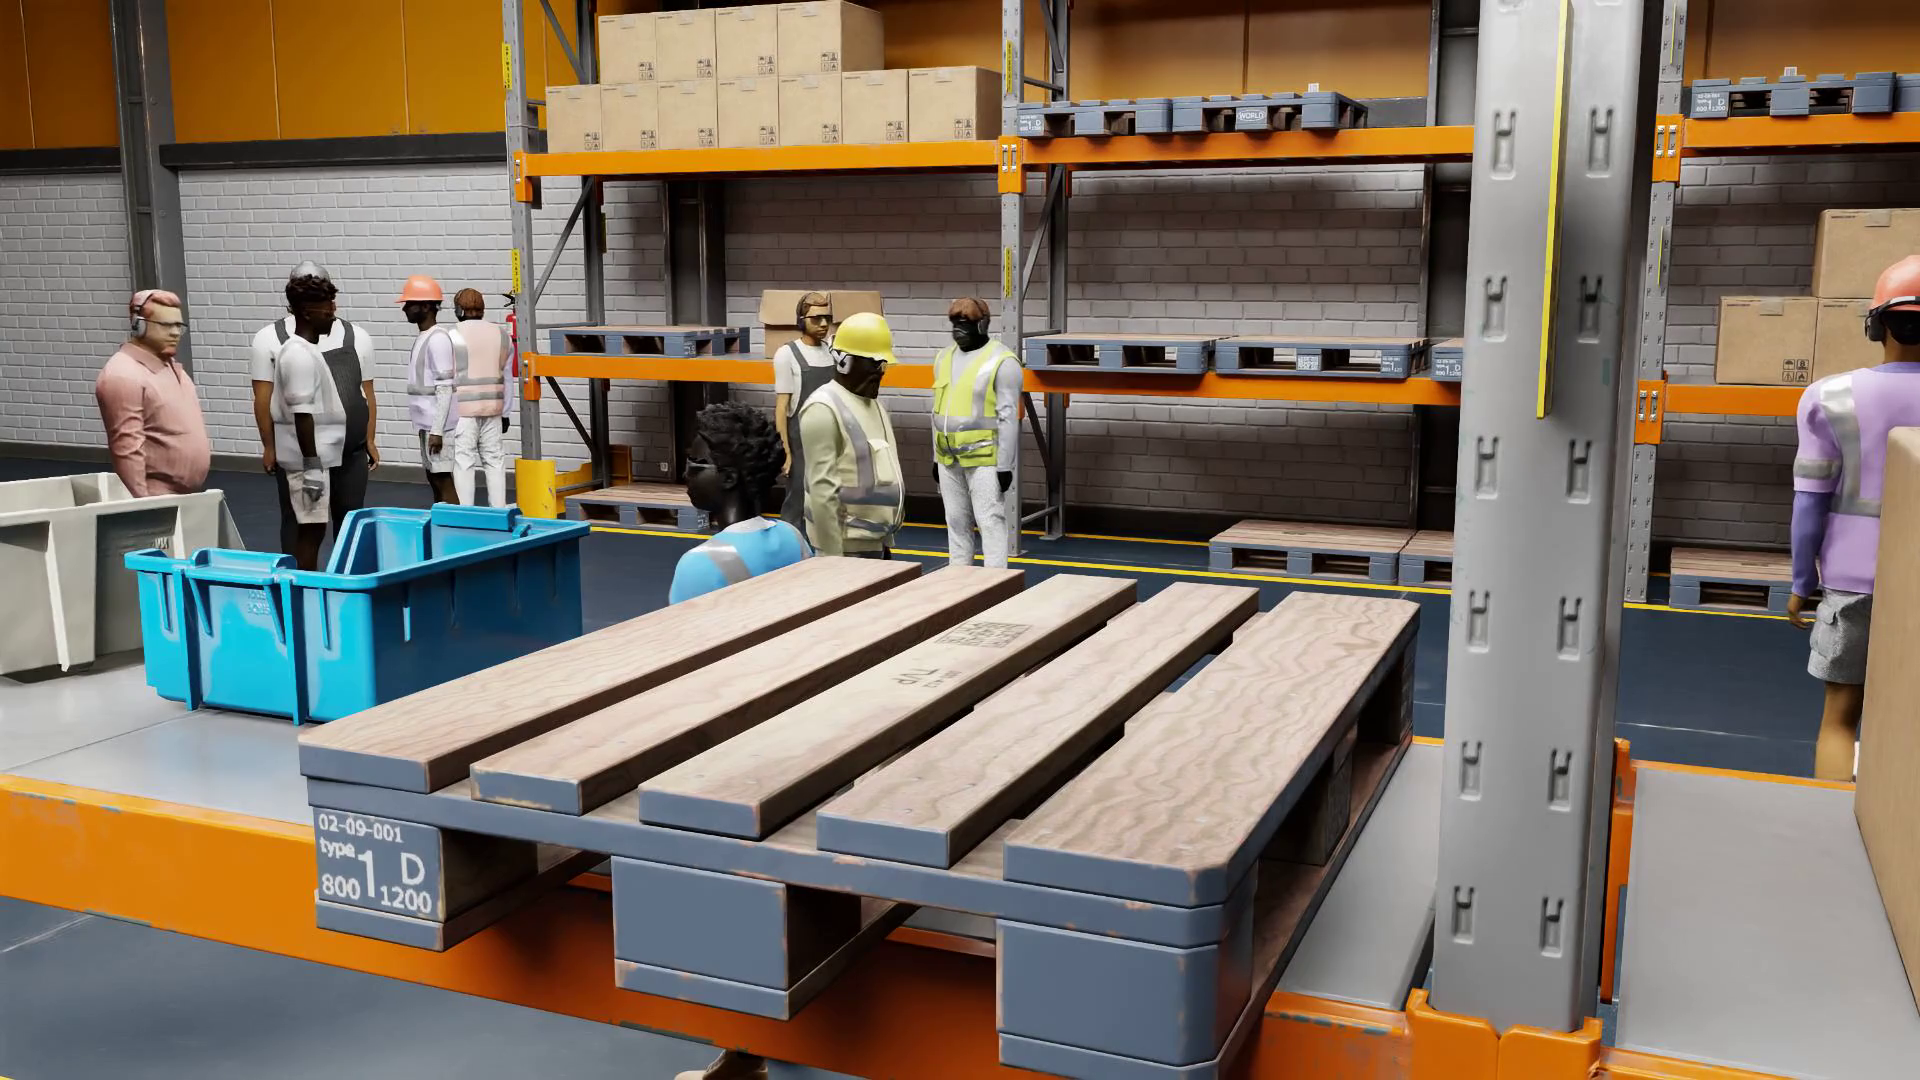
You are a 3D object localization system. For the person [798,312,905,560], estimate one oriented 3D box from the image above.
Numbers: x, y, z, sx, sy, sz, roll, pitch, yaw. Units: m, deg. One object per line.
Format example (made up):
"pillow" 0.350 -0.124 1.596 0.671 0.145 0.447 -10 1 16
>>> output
"person" -0.425 -0.013 6.804 0.404 1.822 0.586 3 10 19

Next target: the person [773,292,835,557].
"person" -0.889 -0.557 9.994 0.339 1.845 0.507 9 13 42

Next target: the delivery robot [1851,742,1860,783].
"delivery robot" 3.243 0.791 5.495 0.707 0.478 0.477 -1 10 -9

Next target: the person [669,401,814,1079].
"person" -0.531 0.512 4.021 0.316 1.700 0.541 3 10 19

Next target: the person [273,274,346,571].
"person" -3.460 -0.434 8.897 0.367 1.962 0.613 -3 10 -20

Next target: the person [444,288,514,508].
"person" -3.618 -0.944 12.363 0.428 1.835 0.614 9 13 43

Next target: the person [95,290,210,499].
"person" -3.576 -0.166 7.491 0.399 1.902 0.643 -1 10 -5

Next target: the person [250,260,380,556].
"person" -3.659 -0.580 9.546 0.687 2.000 0.538 -6 11 -33

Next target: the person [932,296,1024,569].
"person" 0.067 -0.458 9.451 0.624 1.837 0.428 9 13 43

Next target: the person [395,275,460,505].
"person" -3.520 -0.781 11.055 0.361 1.940 0.543 -5 11 -26

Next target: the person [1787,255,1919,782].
"person" 2.992 0.118 5.361 0.608 2.044 0.370 4 10 22
